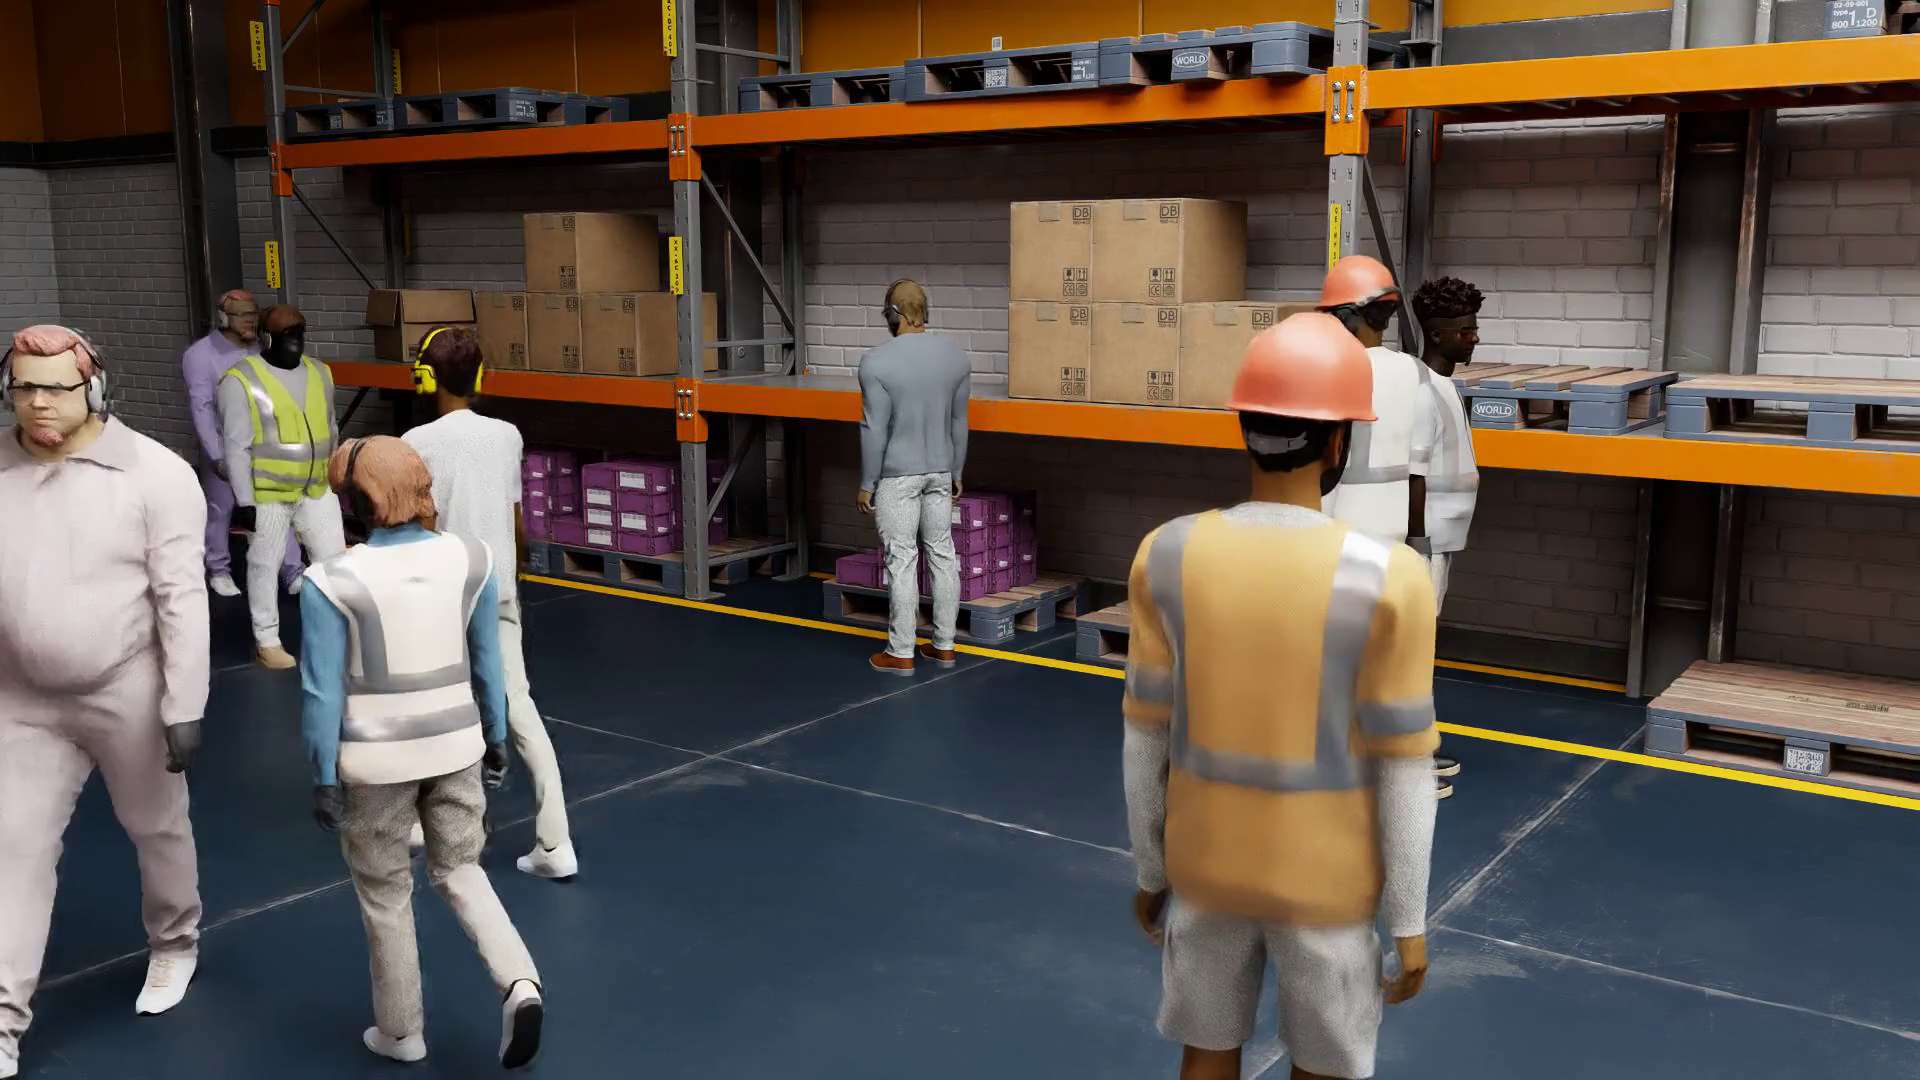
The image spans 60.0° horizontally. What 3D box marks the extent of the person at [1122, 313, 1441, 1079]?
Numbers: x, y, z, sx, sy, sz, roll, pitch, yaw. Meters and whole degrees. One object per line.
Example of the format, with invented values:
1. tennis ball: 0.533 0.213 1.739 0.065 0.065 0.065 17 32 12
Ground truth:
1. person: 0.565 0.574 2.931 0.551 1.934 0.369 6 11 30

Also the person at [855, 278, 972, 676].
1. person: -0.234 -0.302 8.149 0.627 1.938 0.370 -7 12 -35

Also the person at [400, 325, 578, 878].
1. person: -1.627 0.201 5.532 1.002 1.814 0.542 7 12 37

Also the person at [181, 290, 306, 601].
1. person: -4.213 -0.542 9.829 1.008 1.845 0.641 8 12 39

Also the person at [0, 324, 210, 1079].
1. person: -2.222 0.406 4.152 0.658 1.853 0.980 -1 10 -4

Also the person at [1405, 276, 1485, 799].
1. person: 1.783 -0.008 6.356 0.362 1.947 0.613 4 10 23

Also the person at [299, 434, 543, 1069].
1. person: -1.303 0.549 4.041 0.530 1.616 0.572 -9 13 -44

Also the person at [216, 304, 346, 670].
1. person: -3.206 -0.229 8.096 0.879 1.802 0.665 7 12 35

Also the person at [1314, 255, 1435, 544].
1. person: 1.460 -0.021 6.164 0.605 2.043 0.379 -7 12 -37
